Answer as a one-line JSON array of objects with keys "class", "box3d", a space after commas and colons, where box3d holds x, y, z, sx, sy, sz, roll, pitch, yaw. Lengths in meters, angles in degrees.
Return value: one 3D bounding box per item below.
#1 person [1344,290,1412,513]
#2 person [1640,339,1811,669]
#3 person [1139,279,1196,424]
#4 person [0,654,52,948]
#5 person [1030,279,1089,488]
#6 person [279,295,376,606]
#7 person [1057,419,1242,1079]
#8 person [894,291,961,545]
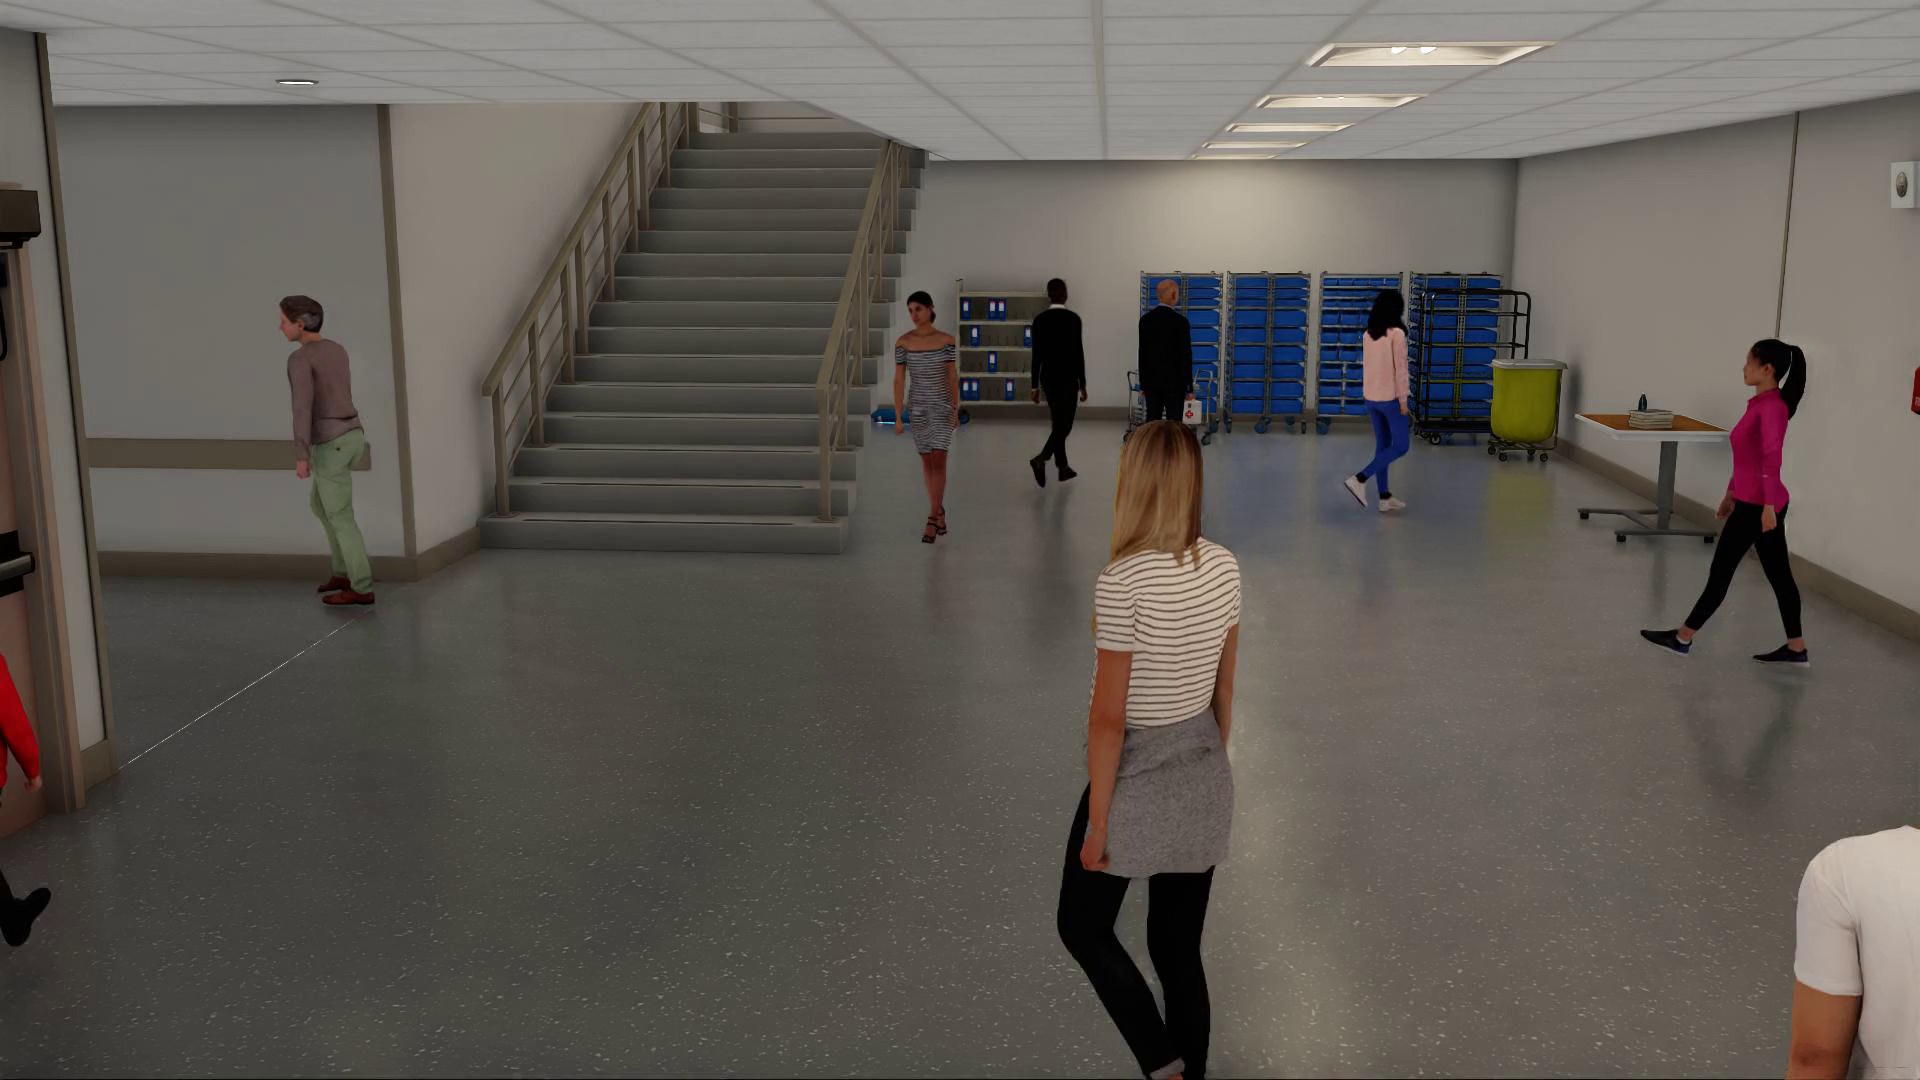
[{"class": "person", "box3d": [3.275, -1.068, 13.026, 0.945, 1.758, 0.948, -4, 12, -22]}, {"class": "person", "box3d": [4.148, -0.147, 8.414, 0.882, 1.668, 1.053, 4, 12, 22]}, {"class": "person", "box3d": [1.780, -1.357, 14.432, 0.766, 1.800, 0.774, 8, 13, 36]}, {"class": "person", "box3d": [-2.943, 0.742, 4.841, 0.496, 1.253, 0.847, 1, 11, 4]}, {"class": "person", "box3d": [0.818, -1.332, 14.365, 0.987, 1.777, 1.218, 7, 13, 32]}, {"class": "person", "box3d": [-3.640, -0.512, 9.880, 0.780, 1.837, 0.641, 2, 11, 11]}, {"class": "person", "box3d": [0.525, 0.645, 3.841, 0.778, 1.816, 0.837, -7, 13, -34]}, {"class": "person", "box3d": [-0.173, -0.870, 11.937, 0.656, 1.774, 0.980, 1, 11, 4]}]
